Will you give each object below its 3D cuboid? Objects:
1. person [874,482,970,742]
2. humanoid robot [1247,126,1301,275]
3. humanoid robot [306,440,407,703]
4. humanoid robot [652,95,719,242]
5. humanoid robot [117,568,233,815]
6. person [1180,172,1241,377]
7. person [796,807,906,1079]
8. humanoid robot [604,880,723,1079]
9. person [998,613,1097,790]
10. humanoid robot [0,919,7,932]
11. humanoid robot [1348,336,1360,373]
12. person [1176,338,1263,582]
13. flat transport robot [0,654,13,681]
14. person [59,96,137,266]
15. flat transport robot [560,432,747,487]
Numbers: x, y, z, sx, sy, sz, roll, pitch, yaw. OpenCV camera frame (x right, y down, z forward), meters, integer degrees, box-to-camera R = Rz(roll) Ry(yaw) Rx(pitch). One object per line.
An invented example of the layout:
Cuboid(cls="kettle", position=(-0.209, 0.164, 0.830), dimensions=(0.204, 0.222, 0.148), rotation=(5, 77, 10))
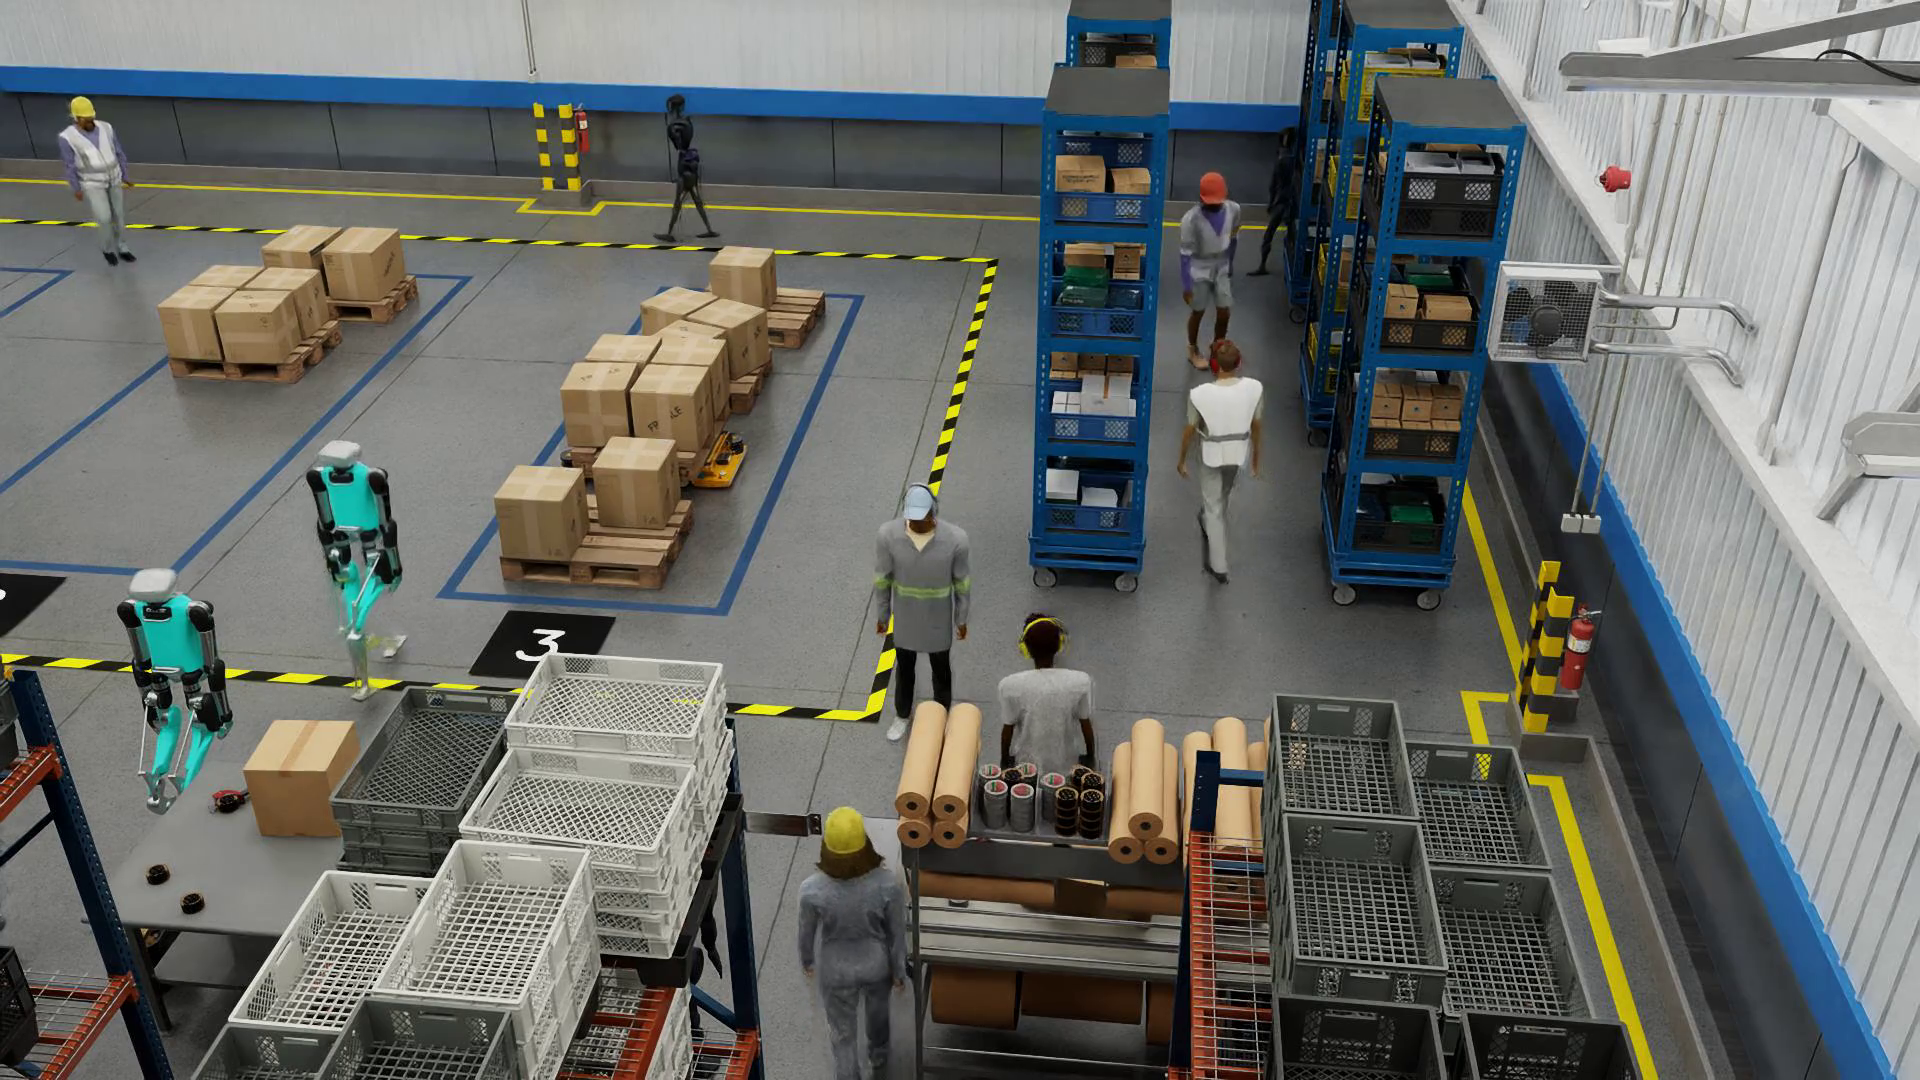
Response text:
Cuboid(cls="person", position=(-0.240, 0.464, 10.303), dimensions=(0.596, 1.850, 0.395), rotation=(4, 30, 7))
Cuboid(cls="humanoid robot", position=(3.457, -3.519, 17.383), dimensions=(0.764, 1.649, 0.608), rotation=(-10, 32, -16))
Cuboid(cls="humanoid robot", position=(-3.960, 0.272, 10.785), dimensions=(0.542, 1.749, 1.043), rotation=(4, 30, 6))
Cuboid(cls="humanoid robot", position=(-3.084, -4.100, 18.339), dimensions=(0.727, 1.627, 0.607), rotation=(-2, 30, -3))
Cuboid(cls="humanoid robot", position=(-4.431, 1.026, 9.314), dimensions=(0.533, 1.681, 0.735), rotation=(3, 30, 6))
Cuboid(cls="person", position=(2.248, -2.415, 15.115), dimensions=(0.641, 1.985, 0.689), rotation=(-10, 32, -17))
Cuboid(cls="person", position=(-0.515, 1.941, 7.887), dimensions=(0.501, 1.714, 0.735), rotation=(-3, 30, -6))
Cuboid(cls="humanoid robot", position=(-1.441, 1.939, 7.925), dimensions=(0.599, 1.659, 0.315), rotation=(3, 30, 6))
Cuboid(cls="person", position=(0.506, 1.233, 9.006), dimensions=(0.630, 1.845, 0.350), rotation=(-2, 30, -4))
Cuboid(cls="humanoid robot", position=(-5.333, 1.527, 8.655), dimensions=(0.464, 1.647, 0.604), rotation=(-22, 37, -33))
Cuboid(cls="humanoid robot", position=(3.334, -1.210, 13.159), dimensions=(0.533, 1.677, 0.735), rotation=(3, 30, 6))
Cuboid(cls="person", position=(1.872, -0.654, 12.268), dimensions=(0.585, 1.798, 0.923), rotation=(-7, 31, -12))
Cuboid(cls="flat transport robot", position=(-7.142, 0.969, 11.010), dimensions=(1.431, 0.231, 0.659), rotation=(3, 30, 6))
Cuboid(cls="person", position=(-9.097, -3.808, 17.674), dimensions=(0.478, 1.818, 0.597), rotation=(19, 35, 29))
Cuboid(cls="flat transport robot", position=(-2.554, -0.707, 13.861), dimensions=(1.431, 0.197, 0.652), rotation=(3, 30, 6))
